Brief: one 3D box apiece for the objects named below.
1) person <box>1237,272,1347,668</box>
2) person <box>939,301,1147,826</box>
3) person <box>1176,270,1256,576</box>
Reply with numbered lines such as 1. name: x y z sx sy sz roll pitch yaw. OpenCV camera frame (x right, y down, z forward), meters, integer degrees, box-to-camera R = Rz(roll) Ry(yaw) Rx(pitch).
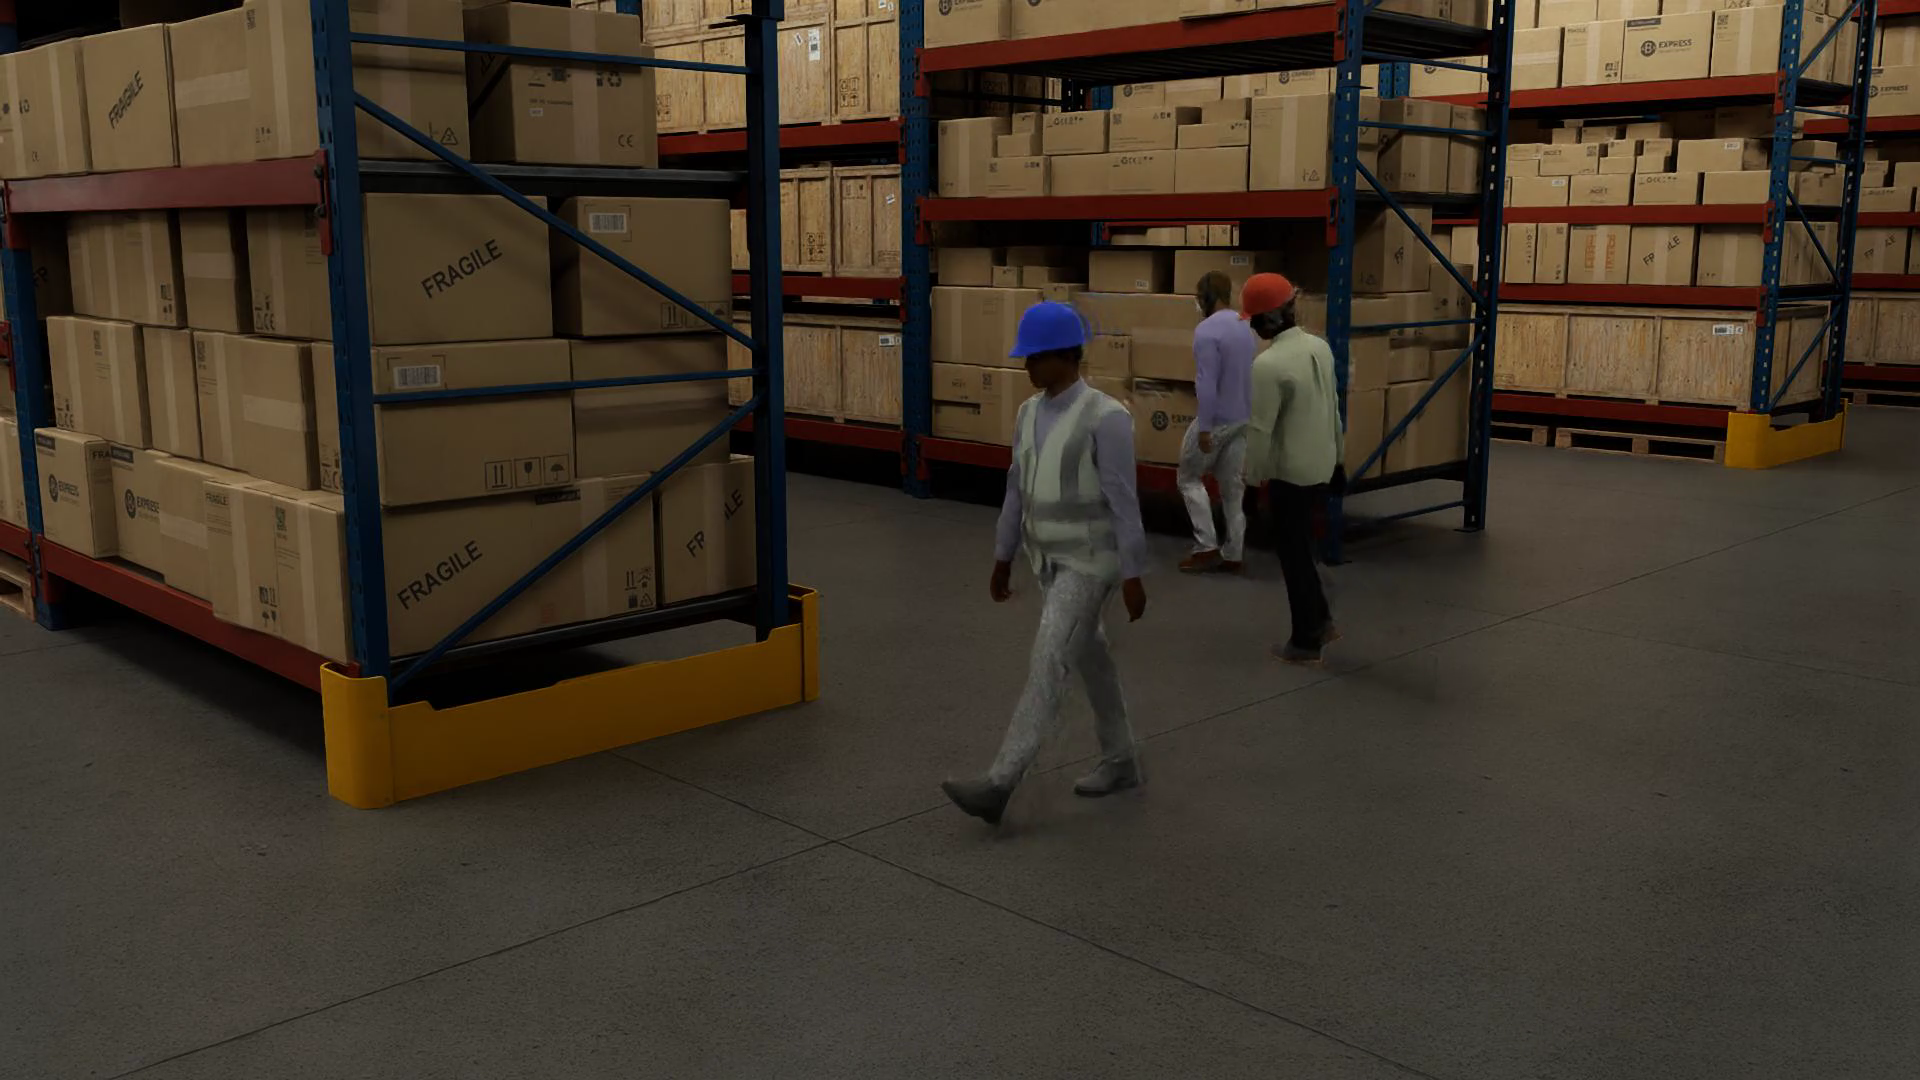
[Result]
1. person: 1.623 -0.331 8.191 0.498 1.948 0.699 9 14 42
2. person: 0.313 0.086 6.086 0.998 1.886 0.630 -6 12 -30
3. person: 1.625 -0.729 10.473 0.537 1.908 0.655 9 14 40
